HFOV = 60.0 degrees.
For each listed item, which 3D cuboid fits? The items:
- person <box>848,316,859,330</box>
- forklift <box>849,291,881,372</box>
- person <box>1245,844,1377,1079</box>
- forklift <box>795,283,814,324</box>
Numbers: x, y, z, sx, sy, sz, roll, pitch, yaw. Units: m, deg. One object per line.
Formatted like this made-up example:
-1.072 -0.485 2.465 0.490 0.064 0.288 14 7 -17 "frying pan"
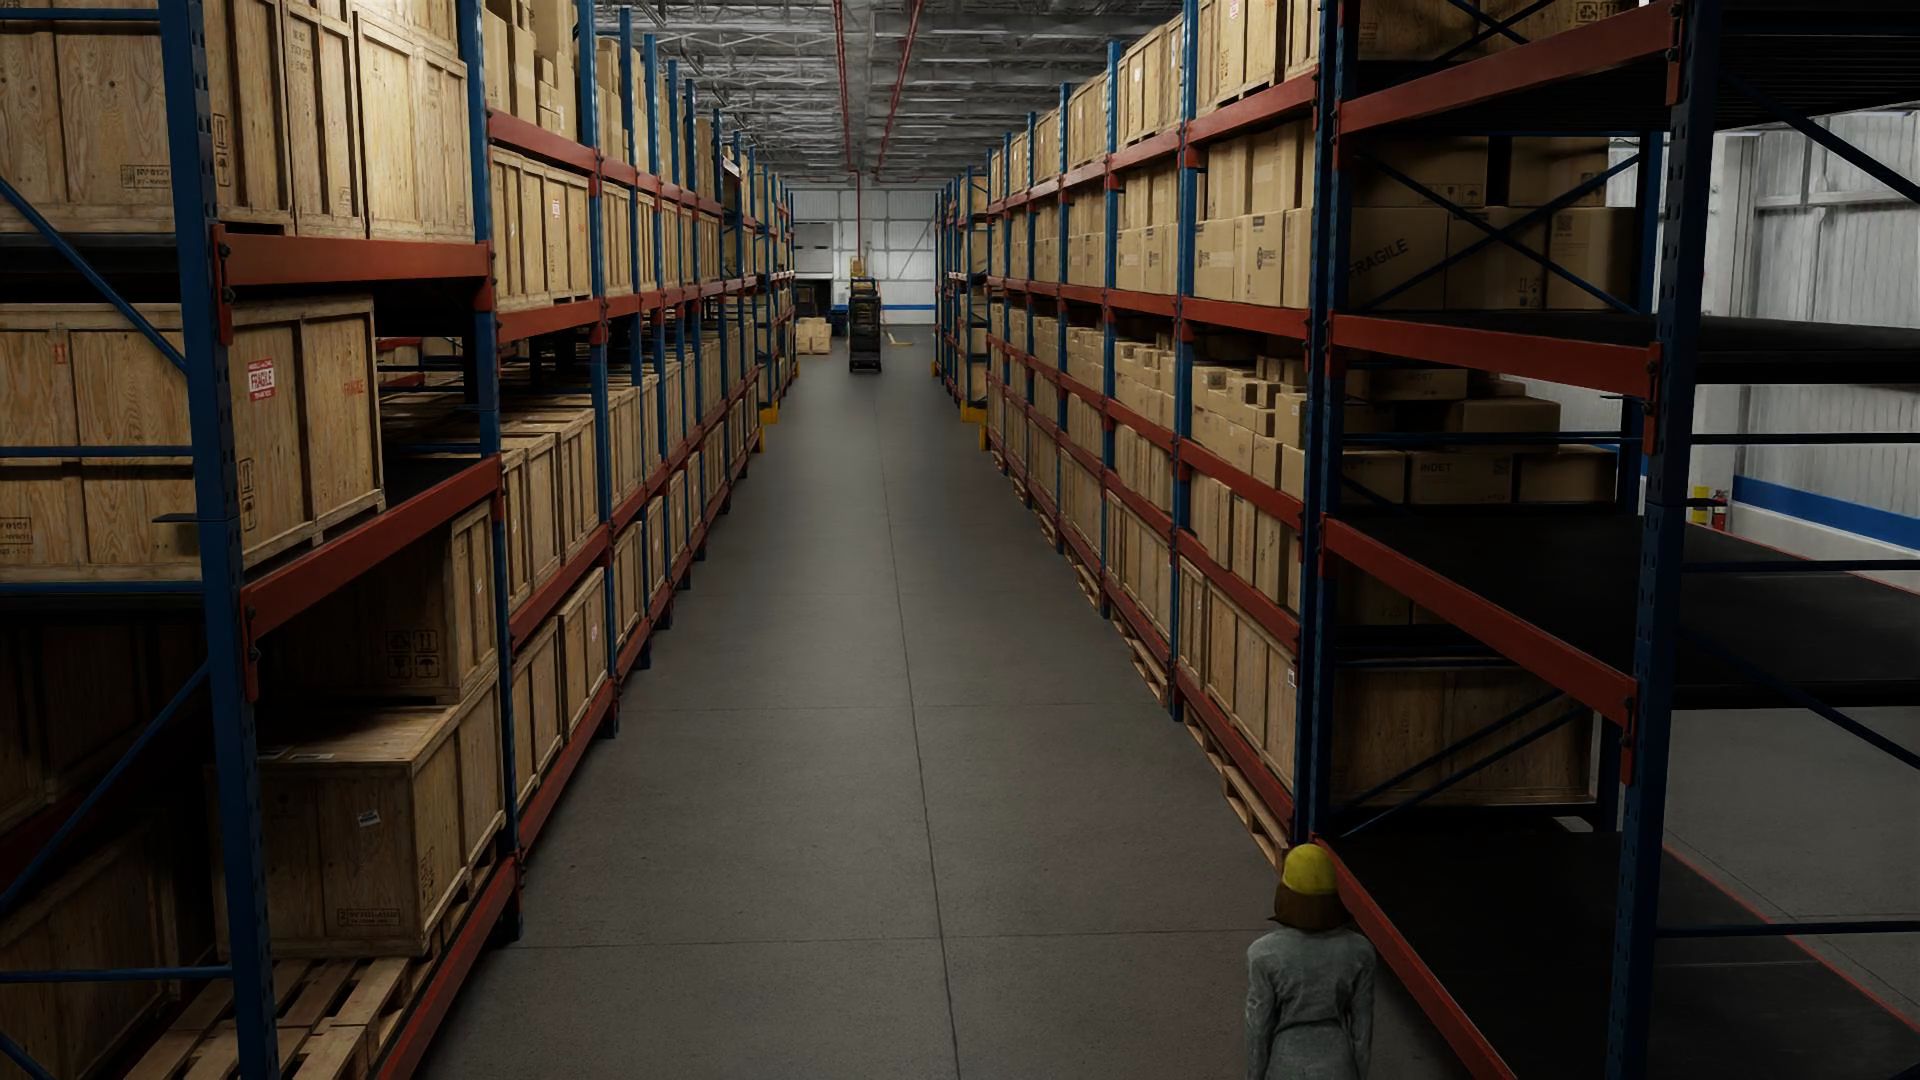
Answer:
-4.402 -8.574 69.417 0.536 1.613 0.381 -2 10 -13 "person"
-3.342 -7.346 58.347 1.129 2.768 1.873 -1 10 -3 "forklift"
1.276 1.963 6.132 0.486 1.745 0.293 -1 10 -5 "person"
-7.394 -10.748 78.671 1.129 2.768 1.873 -1 10 -4 "forklift"
